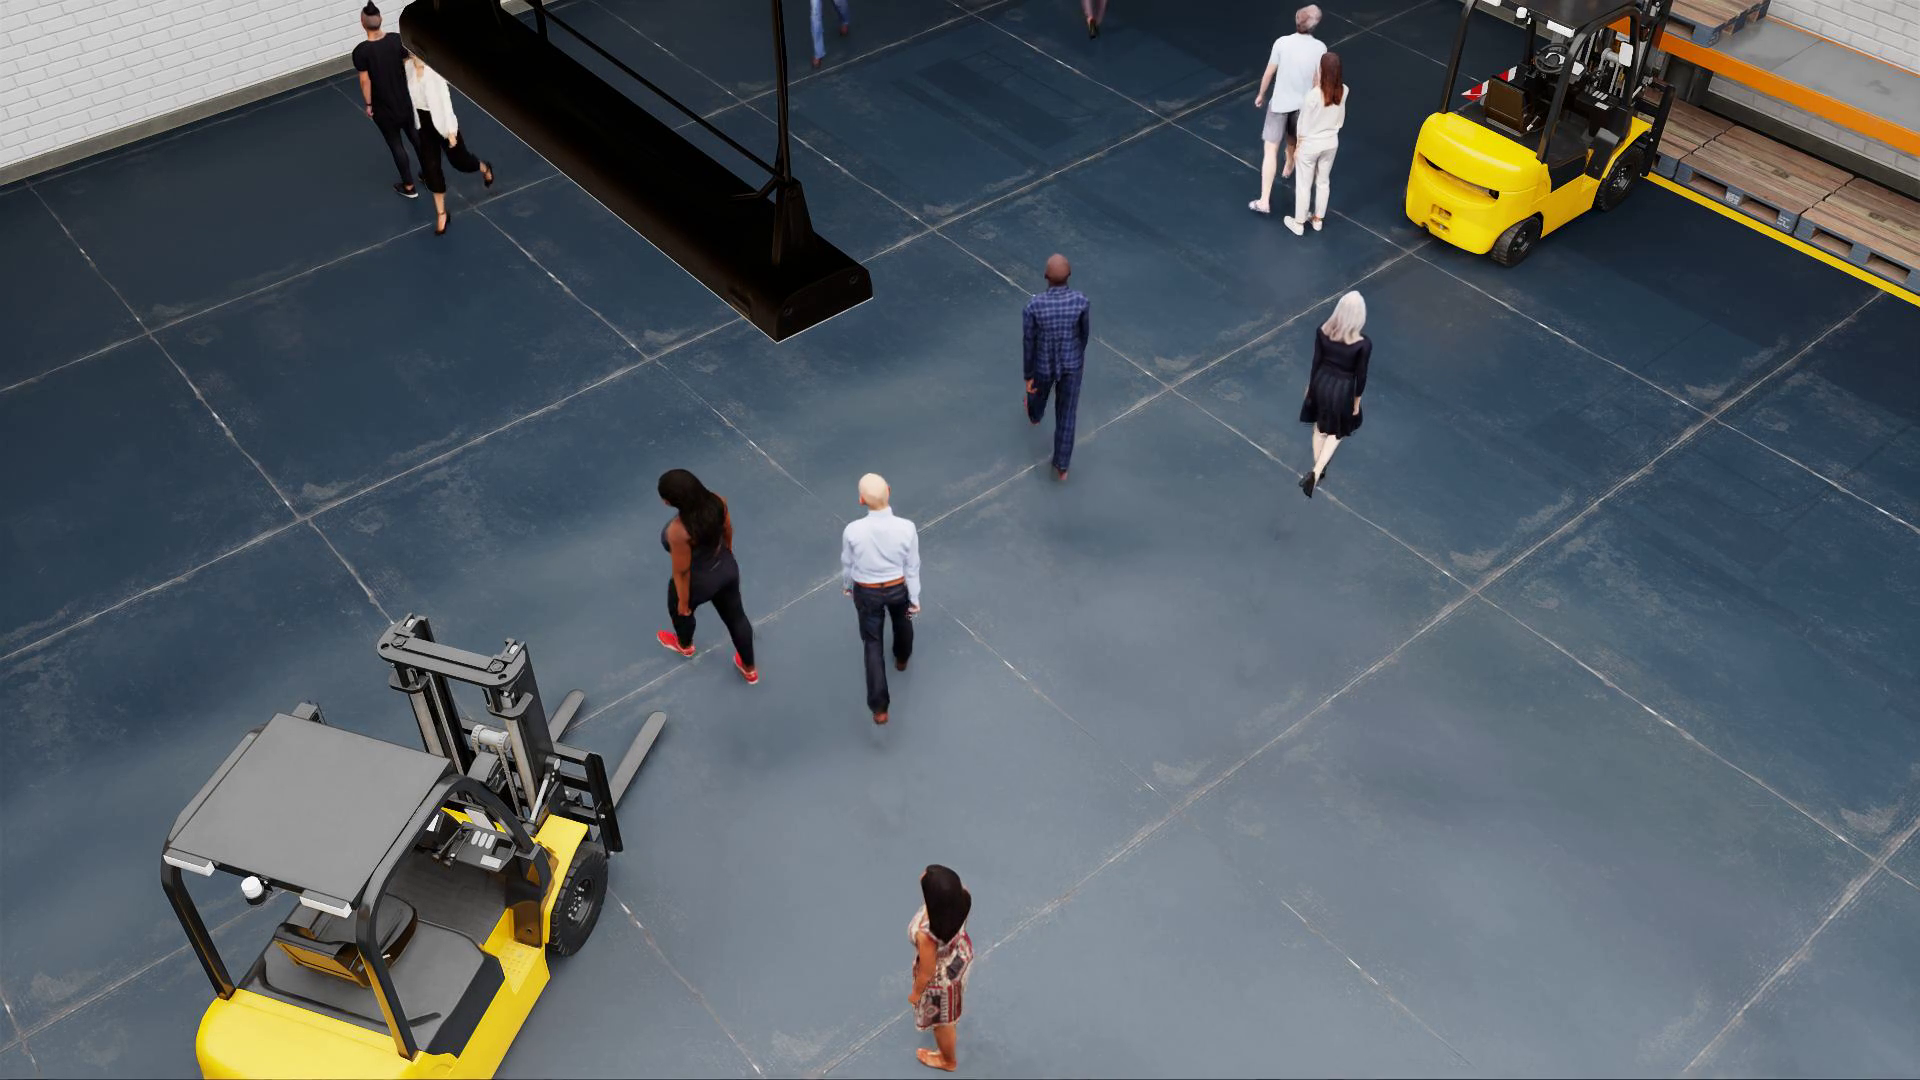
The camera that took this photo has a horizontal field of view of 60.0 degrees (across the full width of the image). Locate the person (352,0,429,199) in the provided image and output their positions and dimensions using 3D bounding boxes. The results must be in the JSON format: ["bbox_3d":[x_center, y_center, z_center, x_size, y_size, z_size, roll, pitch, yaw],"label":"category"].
[{"bbox_3d":[-5.070,-3.946,14.845,0.601,1.864,0.694,34,53,31],"label":"person"}]

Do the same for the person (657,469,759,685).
[{"bbox_3d":[-1.553,0.290,10.462,1.054,1.776,0.831,33,53,30],"label":"person"}]

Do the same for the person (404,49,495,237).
[{"bbox_3d":[-4.480,-3.604,14.509,1.157,1.832,1.029,16,46,16],"label":"person"}]

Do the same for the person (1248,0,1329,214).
[{"bbox_3d":[2.902,-3.765,14.725,1.278,1.768,1.285,5,44,5],"label":"person"}]

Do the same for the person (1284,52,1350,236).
[{"bbox_3d":[3.109,-3.435,14.436,0.634,1.688,0.596,-21,47,-20],"label":"person"}]

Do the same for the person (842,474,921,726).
[{"bbox_3d":[-0.496,0.391,10.369,1.000,1.758,1.209,-4,44,-4],"label":"person"}]

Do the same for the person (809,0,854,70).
[{"bbox_3d":[-1.310,-5.732,16.799,1.166,1.756,1.110,11,45,11],"label":"person"}]

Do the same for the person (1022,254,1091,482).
[{"bbox_3d":[0.724,-1.218,12.051,1.078,1.767,1.235,-3,44,-4],"label":"person"}]

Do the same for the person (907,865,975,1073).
[{"bbox_3d":[-0.069,2.202,8.548,0.726,1.648,0.733,19,47,19],"label":"person"}]

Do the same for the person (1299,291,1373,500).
[{"bbox_3d":[2.626,-0.982,11.830,0.867,1.732,0.797,23,48,22],"label":"person"}]
